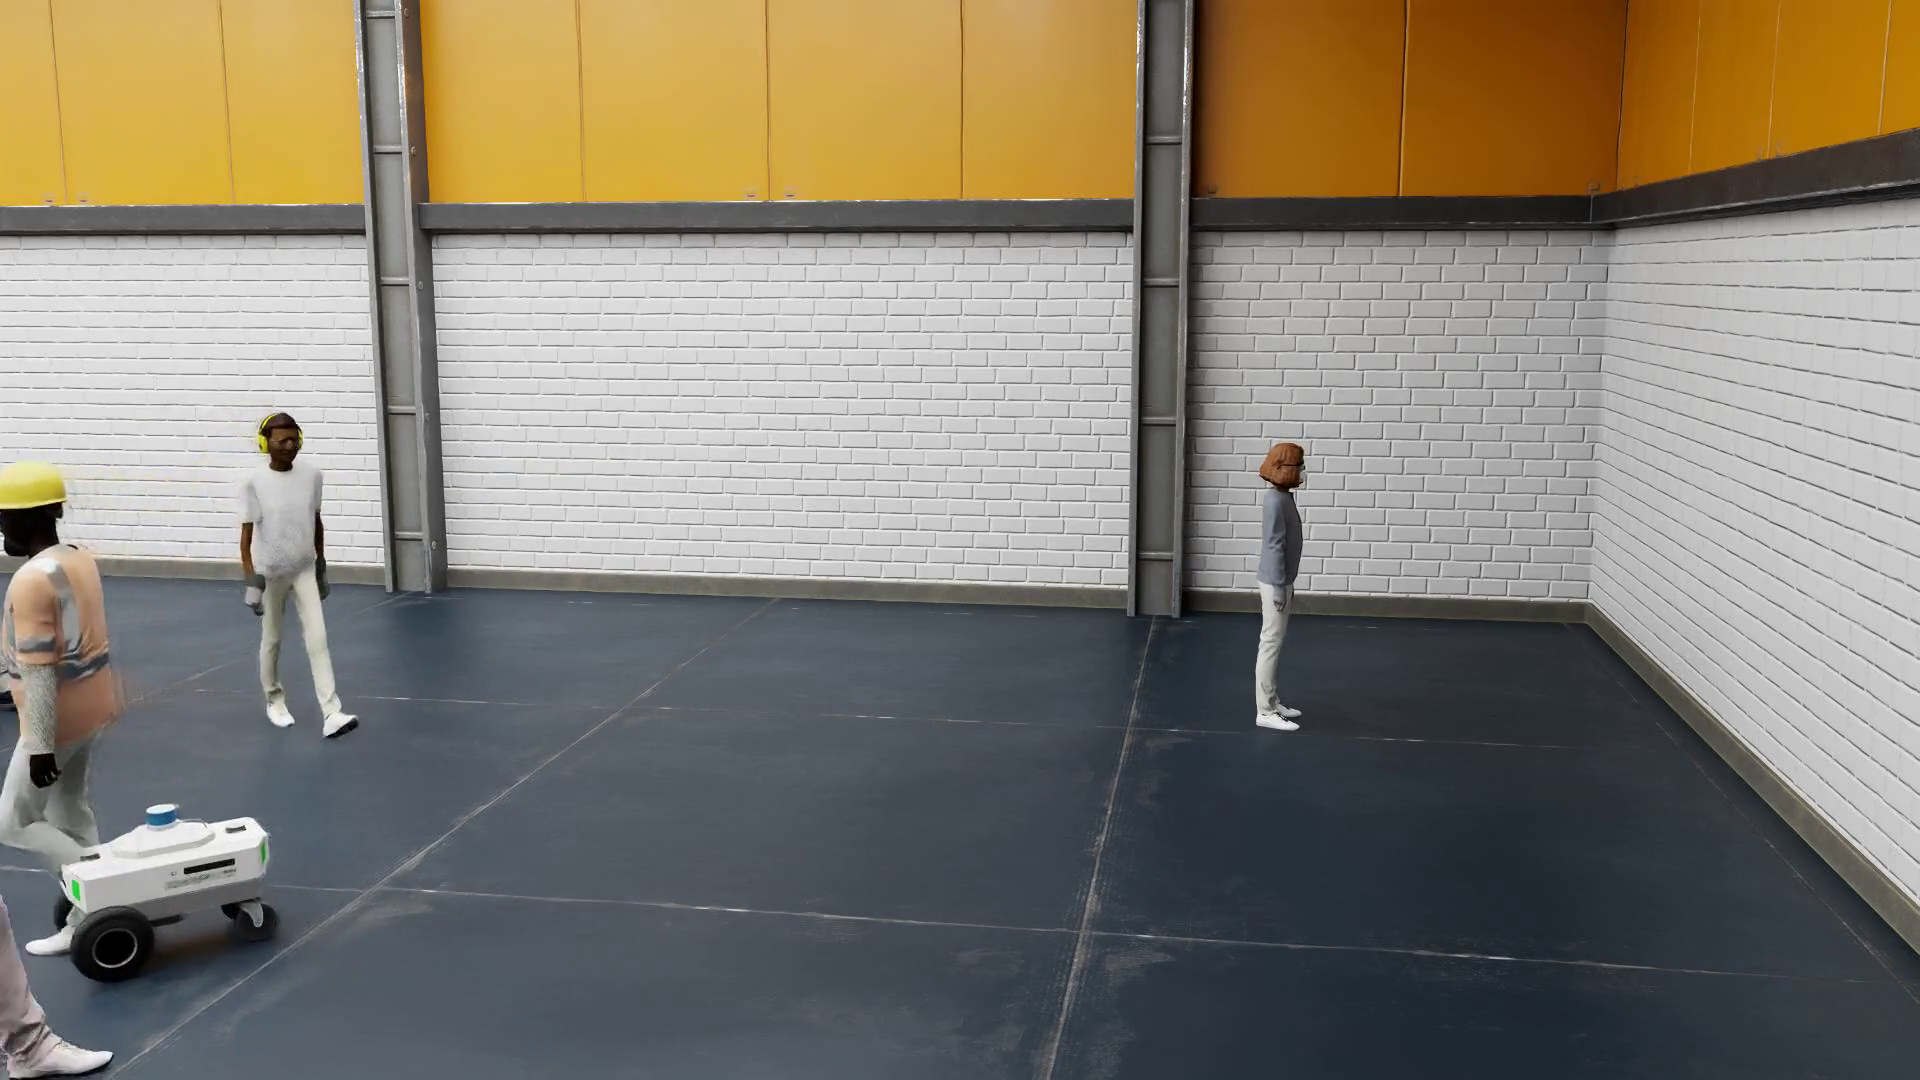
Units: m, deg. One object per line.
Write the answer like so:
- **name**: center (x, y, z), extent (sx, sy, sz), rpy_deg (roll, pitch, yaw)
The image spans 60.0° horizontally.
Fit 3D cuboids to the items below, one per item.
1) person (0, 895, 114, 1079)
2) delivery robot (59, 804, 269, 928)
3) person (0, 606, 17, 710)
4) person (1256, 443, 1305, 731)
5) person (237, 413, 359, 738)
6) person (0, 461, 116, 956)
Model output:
- **person**: center (-3.281, 0.870, 5.083), extent (1.009, 1.862, 0.642), rpy_deg (-2, 9, -12)
- **delivery robot**: center (-3.037, 1.256, 6.366), extent (0.707, 0.478, 0.477), rpy_deg (-6, 11, -35)
- **person**: center (-5.989, 0.129, 9.895), extent (0.967, 1.779, 0.576), rpy_deg (7, 12, 37)
- **person**: center (1.838, 0.256, 9.521), extent (0.285, 1.633, 0.497), rpy_deg (2, 10, 15)
- **person**: center (-3.725, 0.205, 9.265), extent (0.557, 1.815, 0.973), rpy_deg (-9, 13, -43)
- **person**: center (-3.379, 0.656, 6.200), extent (0.424, 1.908, 0.605), rpy_deg (-2, 9, -9)
